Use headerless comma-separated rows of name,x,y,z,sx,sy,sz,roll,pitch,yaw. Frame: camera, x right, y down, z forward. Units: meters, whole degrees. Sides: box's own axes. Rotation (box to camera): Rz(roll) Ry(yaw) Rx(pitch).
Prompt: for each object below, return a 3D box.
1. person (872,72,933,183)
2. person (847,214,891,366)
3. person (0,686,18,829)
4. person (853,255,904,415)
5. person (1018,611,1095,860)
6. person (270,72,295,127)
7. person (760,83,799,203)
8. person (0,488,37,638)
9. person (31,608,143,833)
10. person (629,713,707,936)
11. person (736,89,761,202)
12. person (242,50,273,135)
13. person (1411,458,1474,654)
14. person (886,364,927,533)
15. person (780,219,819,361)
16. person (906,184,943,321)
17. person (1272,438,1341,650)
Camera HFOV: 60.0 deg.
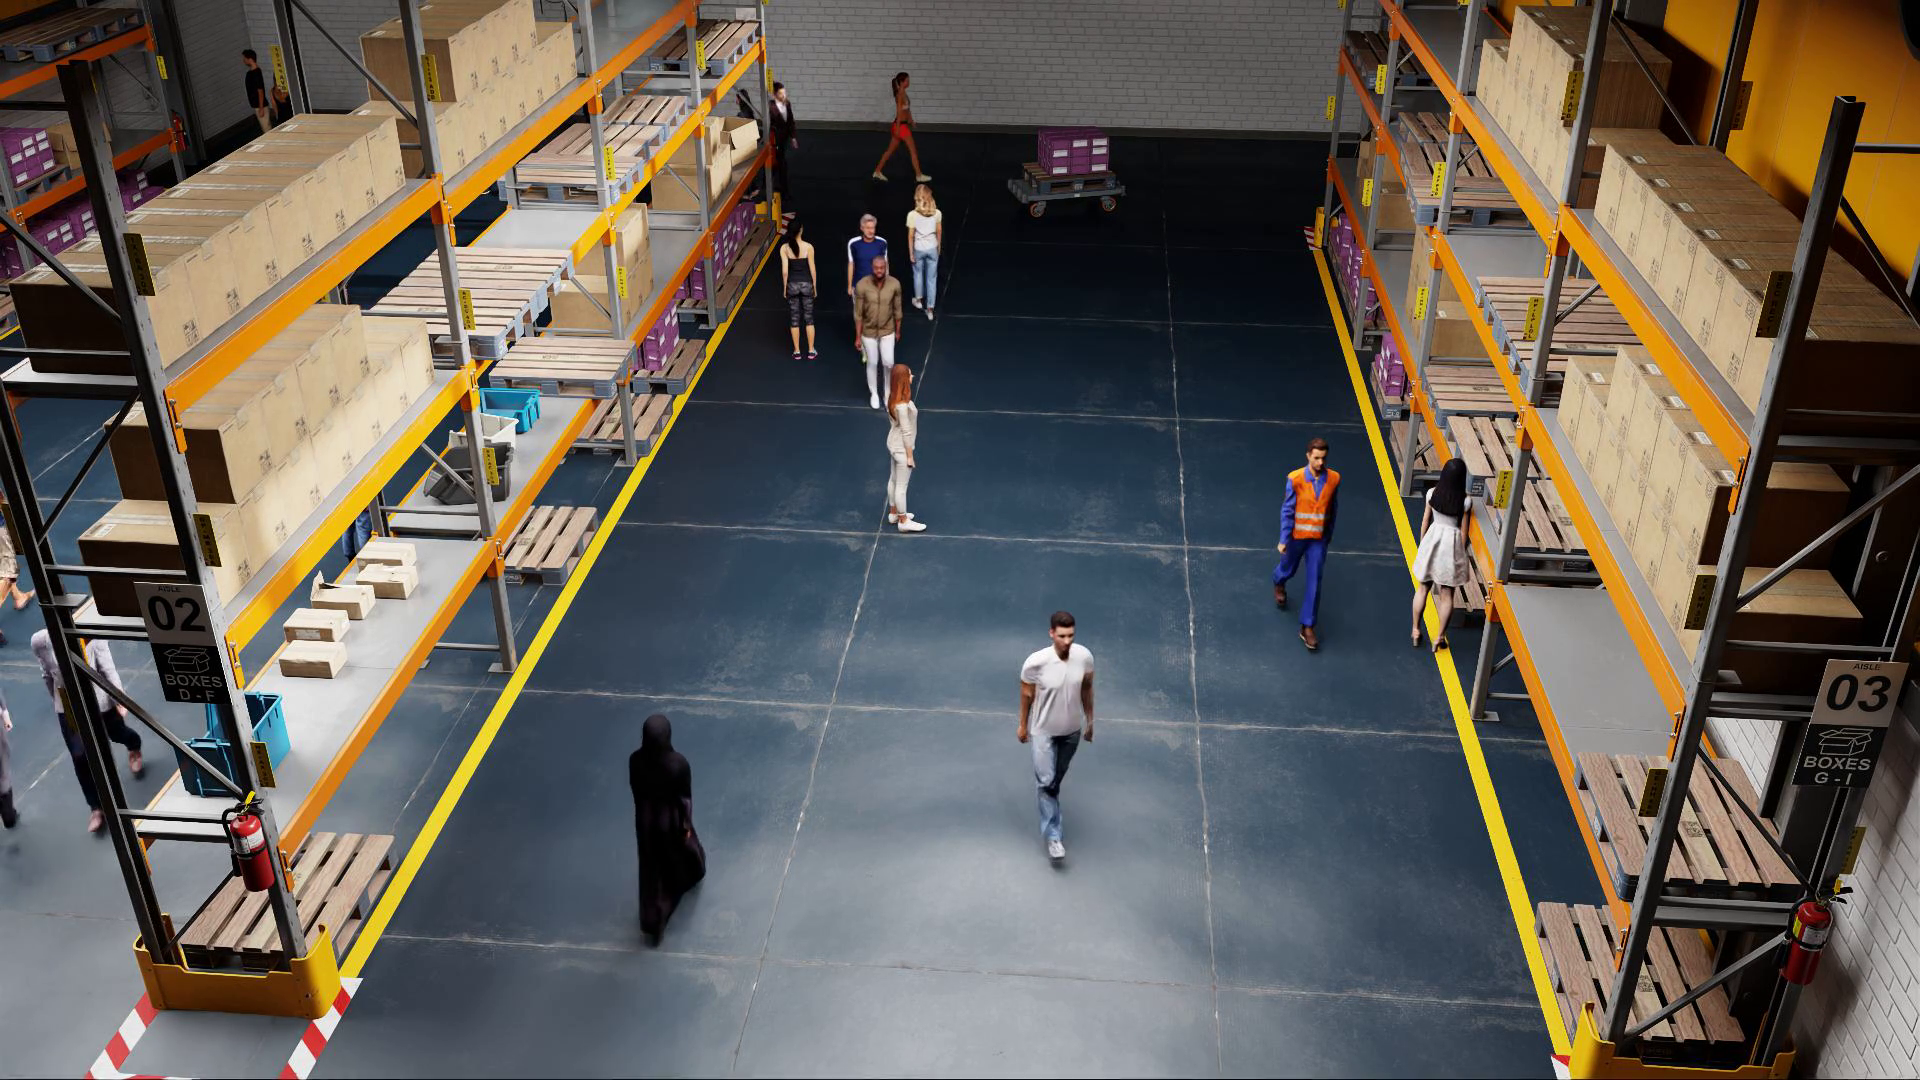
person,-1.027,-6.481,26.294,0.767,1.740,1.160,-2,29,-4
person,-1.126,-3.068,19.964,0.855,1.808,1.053,-8,30,-14
person,-6.970,1.388,11.844,0.810,1.762,0.903,-16,33,-27
person,-0.937,-2.350,18.652,0.814,1.804,0.817,-3,29,-6
person,0.662,1.287,11.954,0.938,1.833,1.129,-9,30,-16
person,-10.802,-6.729,26.765,0.594,1.723,0.521,3,29,6
person,-2.854,-6.134,25.592,1.135,1.802,1.182,16,32,26
person,-8.470,-0.049,14.405,0.679,1.833,1.159,0,29,1
person,-6.399,1.144,12.240,0.945,1.811,1.284,-7,29,-13
person,-2.021,1.891,11.089,0.637,1.602,1.091,4,29,7
person,-3.215,-6.038,25.495,0.760,1.726,0.679,11,30,19
person,-11.507,-7.139,27.384,0.772,1.850,0.659,-14,32,-25
person,4.108,0.122,14.157,0.773,1.769,0.793,18,33,29
person,-0.580,-0.896,16.083,0.730,1.713,0.614,-9,30,-15
person,-1.923,-3.003,19.931,0.601,1.726,0.574,-2,29,-3
person,-0.413,-3.623,21.097,0.813,1.698,0.975,-6,29,-11
person,2.965,-0.057,14.424,0.836,1.828,1.263,-2,29,-4
